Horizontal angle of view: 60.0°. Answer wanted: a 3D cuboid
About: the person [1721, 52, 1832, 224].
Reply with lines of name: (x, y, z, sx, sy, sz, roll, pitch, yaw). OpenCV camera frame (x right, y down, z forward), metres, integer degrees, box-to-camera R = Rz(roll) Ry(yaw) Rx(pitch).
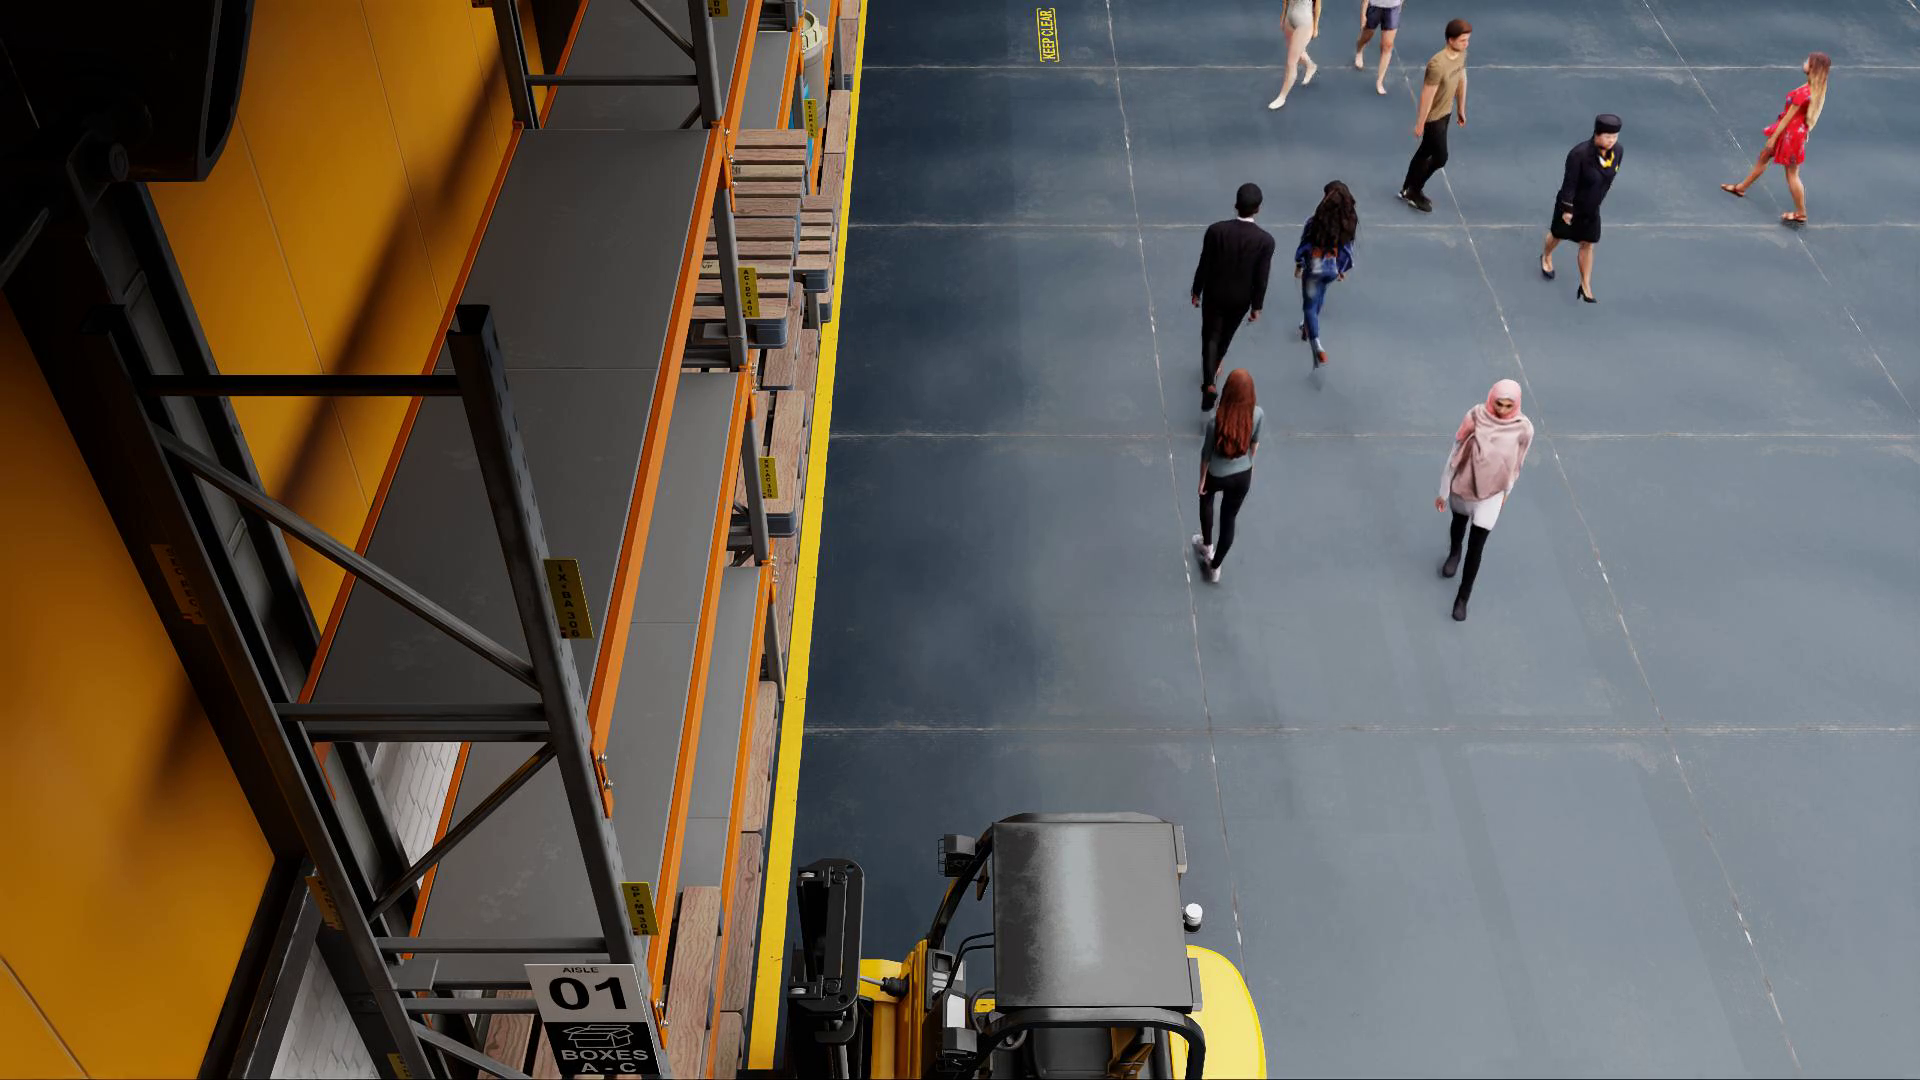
person: (7.494, -3.550, 14.846, 1.022, 1.547, 1.101, -32, 52, -29)

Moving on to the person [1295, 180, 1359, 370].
person: (2.909, -2.109, 13.300, 0.693, 1.593, 1.053, -5, 44, -5)

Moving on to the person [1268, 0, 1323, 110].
person: (3.406, -5.113, 16.433, 1.019, 1.621, 1.003, -30, 51, -28)

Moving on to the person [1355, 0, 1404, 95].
person: (4.237, -5.372, 16.771, 0.587, 1.531, 1.002, 0, 44, 0)

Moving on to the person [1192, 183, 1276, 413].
person: (2.059, -1.832, 12.823, 0.898, 1.852, 1.124, 10, 44, 10)

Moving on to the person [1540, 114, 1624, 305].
person: (5.202, -2.870, 14.070, 0.831, 1.633, 1.094, -8, 44, -8)

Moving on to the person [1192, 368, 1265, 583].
person: (1.853, -0.376, 11.385, 0.634, 1.726, 0.705, -5, 44, -6)

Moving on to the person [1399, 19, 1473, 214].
person: (4.197, -3.845, 14.946, 0.859, 1.838, 0.783, 28, 50, 26)

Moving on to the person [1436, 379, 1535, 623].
person: (3.528, -0.397, 11.371, 0.889, 1.775, 1.116, 15, 46, 15)
